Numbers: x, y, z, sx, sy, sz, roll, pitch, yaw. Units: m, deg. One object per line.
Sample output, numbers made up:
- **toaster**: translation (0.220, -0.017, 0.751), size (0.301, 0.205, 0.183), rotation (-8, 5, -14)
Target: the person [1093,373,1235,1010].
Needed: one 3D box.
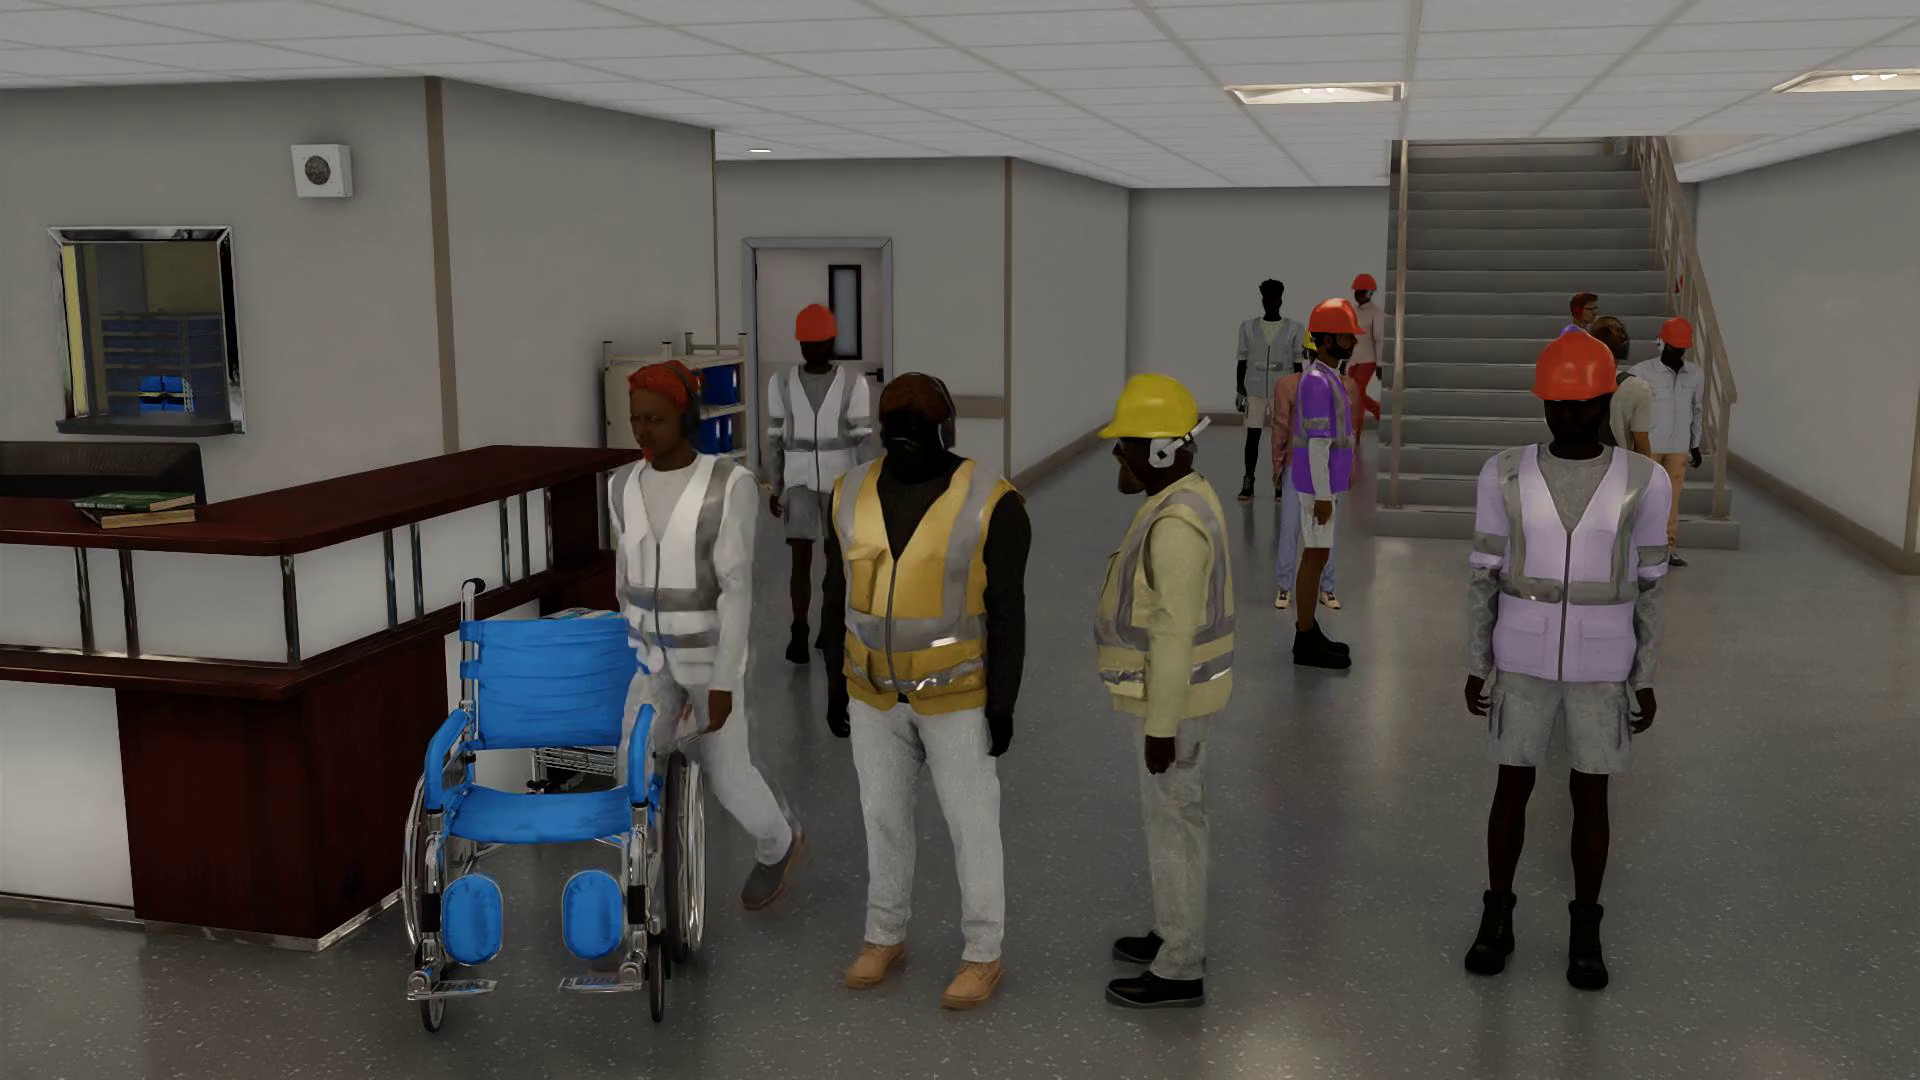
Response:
- **person**: translation (0.587, 0.433, 4.817), size (0.404, 1.825, 0.596), rotation (1, 10, 8)

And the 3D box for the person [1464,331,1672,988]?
- **person**: translation (1.772, 0.359, 4.901), size (0.552, 1.936, 0.360), rotation (4, 10, 21)

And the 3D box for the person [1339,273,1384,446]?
- **person**: translation (4.676, -2.059, 19.028), size (0.775, 1.974, 0.613), rotation (-3, 10, -18)

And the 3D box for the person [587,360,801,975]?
- **person**: translation (-0.815, 0.361, 5.159), size (0.558, 1.852, 0.877), rotation (4, 11, 24)

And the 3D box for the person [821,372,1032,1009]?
- **person**: translation (-0.111, 0.434, 4.792), size (0.625, 1.836, 0.431), rotation (4, 10, 23)

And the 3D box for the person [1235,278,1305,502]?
- **person**: translation (2.729, -1.318, 14.692), size (0.603, 1.966, 0.368), rotation (3, 10, 15)

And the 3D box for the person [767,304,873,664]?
- **person**: translation (-0.748, -0.288, 8.832), size (0.574, 1.892, 0.948), rotation (0, 10, 0)

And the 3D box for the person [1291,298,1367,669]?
- **person**: translation (1.934, -0.300, 8.780), size (0.359, 1.938, 0.547), rotation (2, 10, 13)

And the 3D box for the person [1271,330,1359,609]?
- **person**: translation (2.164, -0.450, 10.177), size (0.524, 1.768, 0.311), rotation (0, 10, 2)

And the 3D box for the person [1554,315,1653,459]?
- **person**: translation (3.380, -0.257, 8.794), size (0.506, 1.846, 0.345), rotation (7, 12, 35)

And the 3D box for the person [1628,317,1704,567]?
- **person**: translation (4.890, -0.671, 11.536), size (0.560, 1.742, 0.340), rotation (-1, 10, -6)

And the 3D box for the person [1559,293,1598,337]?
- **person**: translation (5.374, -1.237, 14.570), size (0.384, 1.845, 0.570), rotation (6, 11, 31)
